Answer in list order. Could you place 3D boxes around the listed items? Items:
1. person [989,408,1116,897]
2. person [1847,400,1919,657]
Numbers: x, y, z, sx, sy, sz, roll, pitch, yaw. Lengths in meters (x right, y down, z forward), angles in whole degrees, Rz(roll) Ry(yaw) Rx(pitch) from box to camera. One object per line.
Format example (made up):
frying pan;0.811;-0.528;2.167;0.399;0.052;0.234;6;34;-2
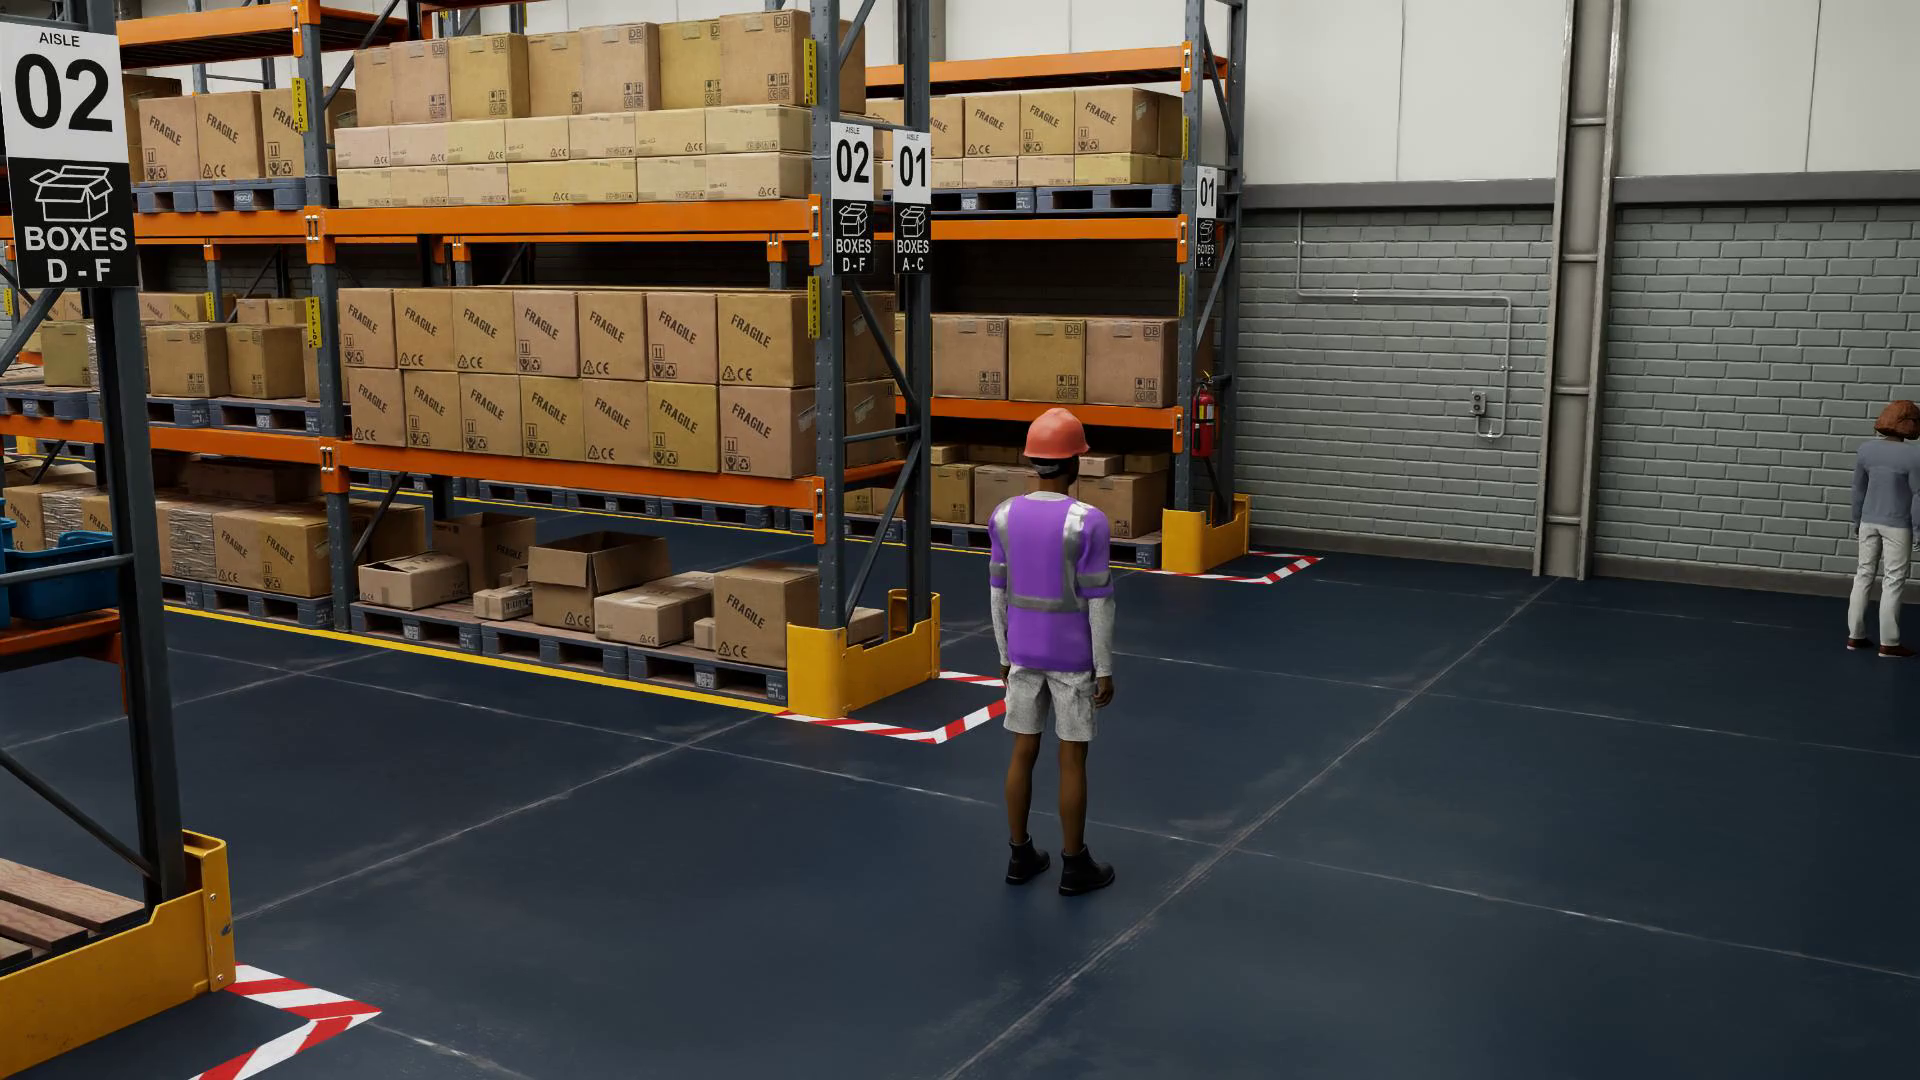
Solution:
person;0.379;0.446;6.621;0.545;1.942;0.354;6;12;33
person;5.908;-0.076;10.574;0.277;1.631;0.507;-4;10;-22
